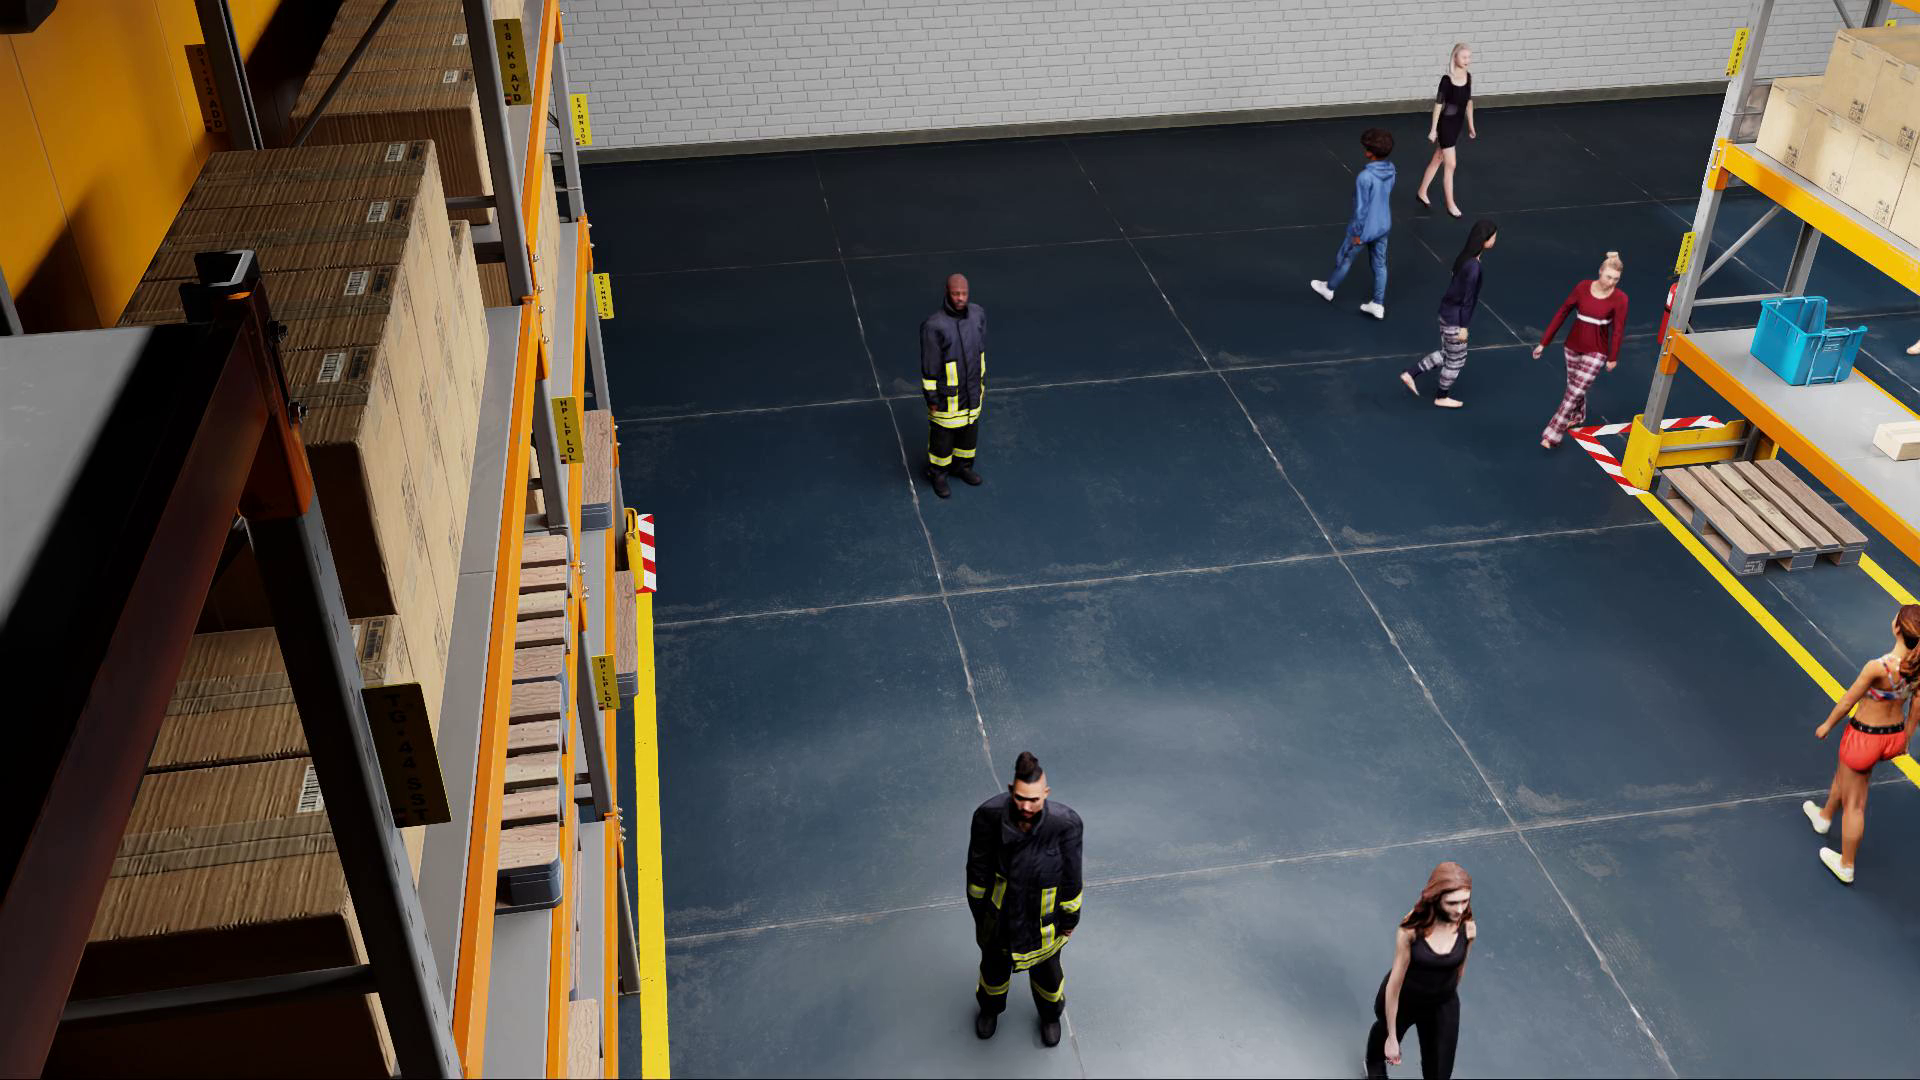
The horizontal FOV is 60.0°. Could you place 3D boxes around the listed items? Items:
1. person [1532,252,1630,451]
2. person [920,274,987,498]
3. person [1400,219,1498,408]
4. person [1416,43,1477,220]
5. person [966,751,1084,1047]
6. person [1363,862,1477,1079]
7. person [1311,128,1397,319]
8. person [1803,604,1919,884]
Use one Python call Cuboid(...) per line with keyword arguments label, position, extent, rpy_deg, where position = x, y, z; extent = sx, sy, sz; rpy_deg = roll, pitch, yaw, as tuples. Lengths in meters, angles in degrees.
Cuboid(label="person", position=(5.112, -1.562, 13.500), extent=(1.151, 1.663, 1.150), rpy_deg=(-26, 42, -34))
Cuboid(label="person", position=(-0.041, -1.227, 12.855), extent=(0.848, 1.821, 0.831), rpy_deg=(-21, 39, -28))
Cuboid(label="person", position=(4.056, -1.867, 13.921), extent=(0.805, 1.706, 0.825), rpy_deg=(4, 34, 6))
Cuboid(label="person", position=(5.087, -4.356, 17.579), extent=(0.880, 1.803, 1.064), rpy_deg=(-25, 41, -32))
Cuboid(label="person", position=(0.325, 1.777, 8.301), extent=(0.836, 1.860, 0.817), rpy_deg=(5, 34, 8))
Cuboid(label="person", position=(2.133, 2.129, 7.917), extent=(0.630, 1.697, 1.109), rpy_deg=(-3, 34, -4))
Cuboid(label="person", position=(3.853, -2.895, 15.401), extent=(0.945, 1.779, 1.145), rpy_deg=(-20, 39, -28))
Cuboid(label="person", position=(5.120, 1.189, 9.269), extent=(0.572, 1.767, 0.836), rpy_deg=(-7, 34, -10))
